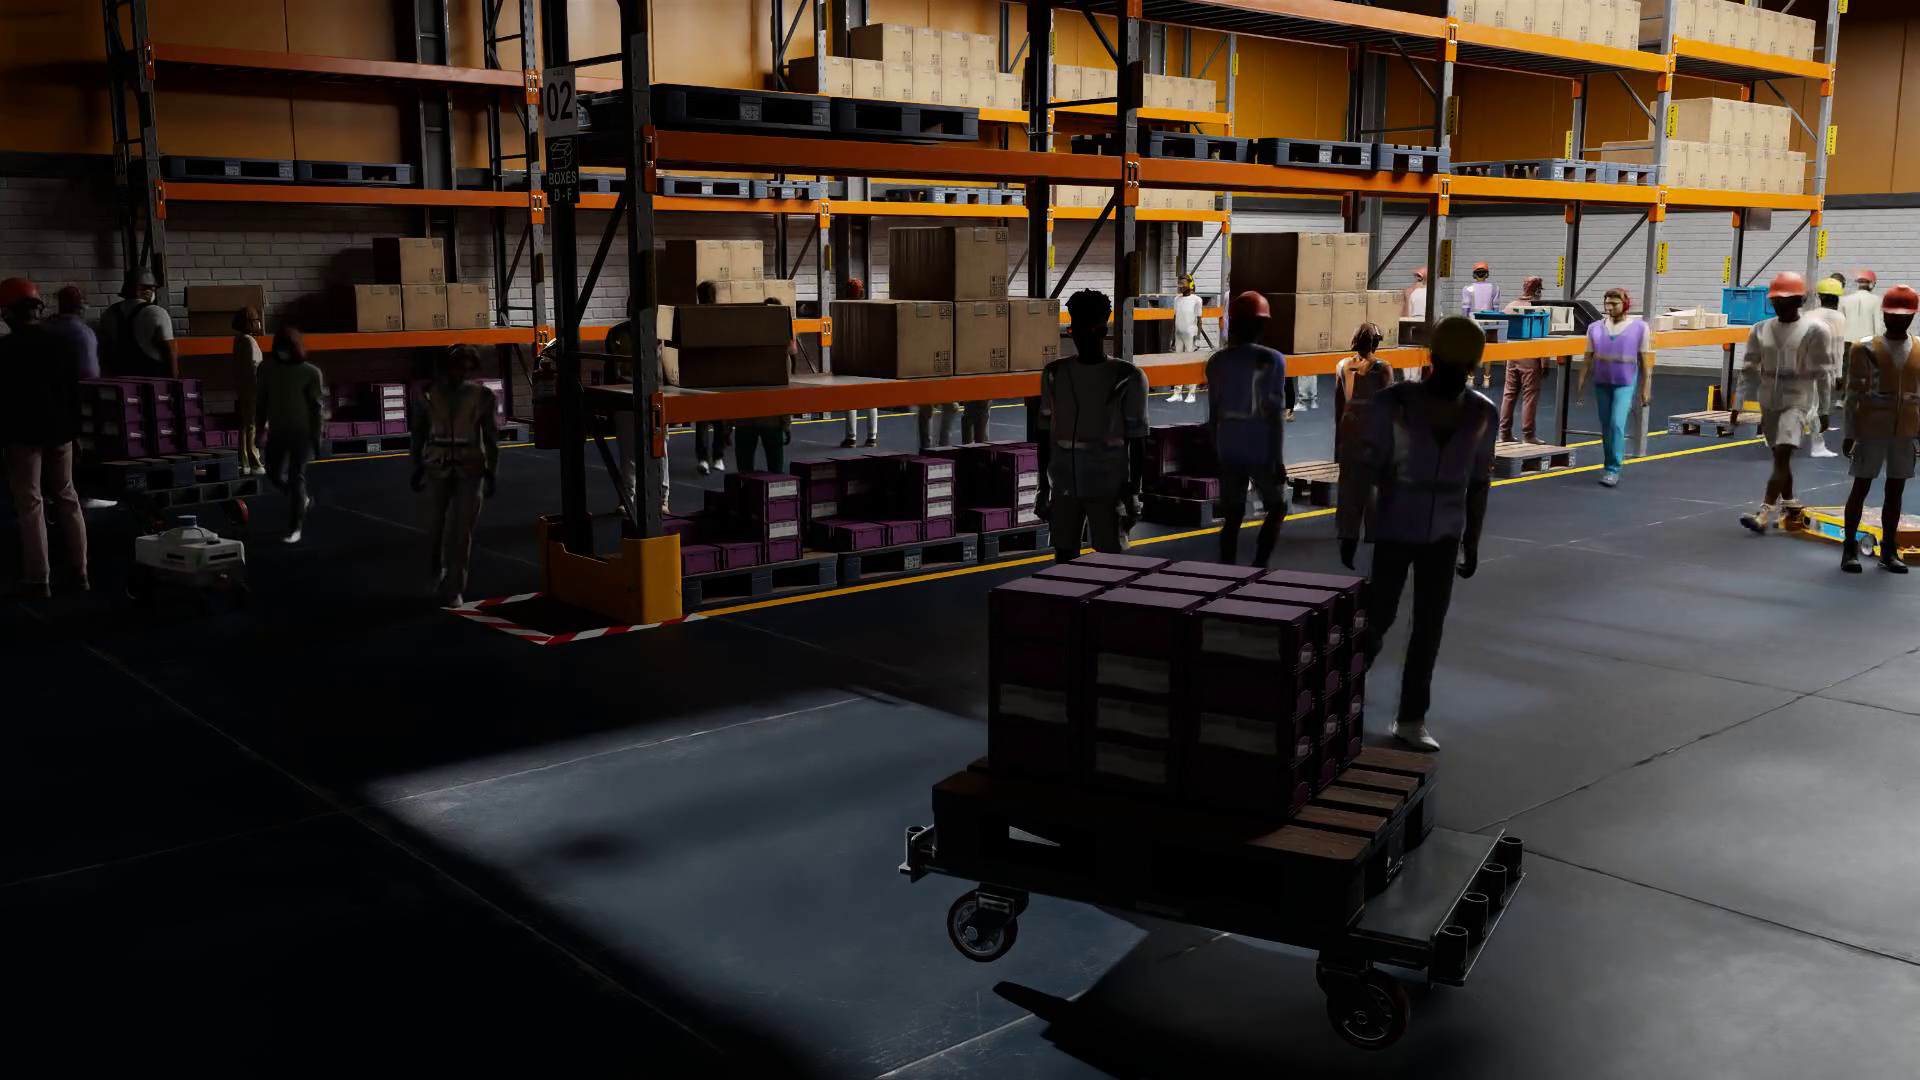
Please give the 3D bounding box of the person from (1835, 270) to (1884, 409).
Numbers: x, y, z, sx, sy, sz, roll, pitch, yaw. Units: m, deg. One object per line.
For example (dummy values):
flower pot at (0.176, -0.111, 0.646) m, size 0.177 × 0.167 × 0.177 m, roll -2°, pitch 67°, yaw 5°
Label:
person at (12.537, -2.784, 23.181) m, size 1.072 × 1.928 × 0.623 m, roll -9°, pitch 13°, yaw -42°

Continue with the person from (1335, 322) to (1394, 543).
person at (3.001, -0.792, 12.360) m, size 0.307 × 1.637 × 0.512 m, roll -8°, pitch 13°, yaw -41°

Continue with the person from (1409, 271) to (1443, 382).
person at (7.263, -3.229, 25.837) m, size 0.402 × 1.906 × 0.652 m, roll -5°, pitch 11°, yaw -25°

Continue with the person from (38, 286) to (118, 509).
person at (-7.431, -1.160, 13.801) m, size 0.674 × 1.880 × 0.683 m, roll 4°, pitch 11°, yaw 24°

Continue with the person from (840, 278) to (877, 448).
person at (-1.146, -1.959, 18.467) m, size 0.574 × 1.884 × 0.360 m, roll -4°, pitch 10°, yaw -22°

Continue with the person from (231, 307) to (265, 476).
person at (-6.875, -1.437, 16.140) m, size 0.278 × 1.634 × 0.499 m, roll -8°, pitch 13°, yaw -39°

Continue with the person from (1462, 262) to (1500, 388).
person at (8.369, -3.461, 26.830) m, size 0.605 × 2.033 × 0.392 m, roll 0°, pitch 10°, yaw 2°

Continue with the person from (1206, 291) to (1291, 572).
person at (1.767, -0.541, 10.071) m, size 0.566 × 1.912 × 0.541 m, roll 9°, pitch 13°, yaw 42°

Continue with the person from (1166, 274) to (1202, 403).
person at (3.270, -2.928, 24.176) m, size 0.517 × 1.874 × 0.328 m, roll 9°, pitch 13°, yaw 42°

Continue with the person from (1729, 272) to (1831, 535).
person at (6.255, -1.041, 12.758) m, size 1.015 × 1.993 × 0.633 m, roll -7°, pitch 12°, yaw -35°

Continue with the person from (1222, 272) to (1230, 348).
person at (4.176, -3.127, 25.173) m, size 0.354 × 1.932 × 0.628 m, roll 9°, pitch 13°, yaw 41°

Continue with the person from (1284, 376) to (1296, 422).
person at (4.174, -2.358, 21.345) m, size 0.318 × 1.700 × 0.535 m, roll 0°, pitch 10°, yaw -1°

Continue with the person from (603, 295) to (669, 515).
person at (-2.618, -1.121, 13.682) m, size 0.626 × 1.846 × 0.429 m, roll 0°, pitch 10°, yaw -2°

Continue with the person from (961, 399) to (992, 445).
person at (0.197, -1.620, 16.632) m, size 0.403 × 1.834 × 0.589 m, roll -5°, pitch 11°, yaw -27°

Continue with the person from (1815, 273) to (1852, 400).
person at (13.022, -3.060, 24.924) m, size 0.656 × 1.895 × 0.998 m, roll 5°, pitch 11°, yaw 25°

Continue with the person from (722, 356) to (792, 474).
person at (-1.499, -0.841, 12.318) m, size 0.532 × 1.754 × 0.387 m, roll 0°, pitch 10°, yaw 1°

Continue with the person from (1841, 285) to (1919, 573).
person at (6.218, -0.734, 11.144) m, size 0.552 × 1.933 × 0.363 m, roll 1°, pitch 10°, yaw 7°

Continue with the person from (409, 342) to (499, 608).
person at (-3.055, -0.389, 10.068) m, size 0.533 × 1.615 × 0.347 m, roll -2°, pitch 10°, yaw -11°

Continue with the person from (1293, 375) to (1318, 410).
person at (4.782, -2.640, 23.005) m, size 0.629 × 1.701 × 0.290 m, roll -8°, pitch 13°, yaw -40°

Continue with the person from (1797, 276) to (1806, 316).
person at (13.803, -3.364, 26.925) m, size 0.736 × 1.803 × 0.599 m, roll -1°, pitch 10°, yaw -4°

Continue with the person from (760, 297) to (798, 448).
person at (-2.034, -1.797, 18.077) m, size 0.555 × 1.684 × 0.351 m, roll -1°, pitch 10°, yaw -4°

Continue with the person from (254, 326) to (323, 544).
person at (-4.989, -0.801, 12.460) m, size 0.531 × 1.612 × 0.509 m, roll 1°, pitch 10°, yaw 4°

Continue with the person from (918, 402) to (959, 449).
person at (-0.229, -1.704, 17.151) m, size 0.547 × 1.817 × 0.627 m, roll -8°, pitch 12°, yaw -38°

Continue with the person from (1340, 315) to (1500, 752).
person at (1.984, -0.059, 7.339) m, size 0.675 × 1.882 × 0.734 m, roll -1°, pitch 10°, yaw -5°

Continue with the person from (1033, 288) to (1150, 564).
person at (0.645, -0.278, 8.383) m, size 0.602 × 1.967 × 0.367 m, roll 5°, pitch 11°, yaw 28°

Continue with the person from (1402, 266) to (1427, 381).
person at (7.486, -3.471, 27.114) m, size 0.619 × 1.945 × 0.755 m, roll 9°, pitch 13°, yaw 41°

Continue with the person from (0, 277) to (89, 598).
person at (-5.788, -0.635, 10.397) m, size 0.402 × 1.990 × 0.622 m, roll 5°, pitch 11°, yaw 26°

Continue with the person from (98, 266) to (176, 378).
person at (-7.541, -1.517, 15.423) m, size 0.684 × 2.000 × 0.536 m, roll 1°, pitch 10°, yaw 8°

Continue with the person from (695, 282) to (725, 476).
person at (-2.427, -1.568, 16.213) m, size 0.614 × 1.863 × 0.997 m, roll -1°, pitch 10°, yaw -6°

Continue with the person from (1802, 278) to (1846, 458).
person at (8.900, -1.784, 17.385) m, size 0.787 × 1.903 × 0.596 m, roll -2°, pitch 10°, yaw -10°

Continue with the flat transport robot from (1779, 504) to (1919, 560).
flat transport robot at (6.702, -0.070, 12.121) m, size 0.652 × 0.197 × 1.431 m, roll -1°, pitch 10°, yaw -7°

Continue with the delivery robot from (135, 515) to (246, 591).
delivery robot at (-4.658, 0.094, 10.061) m, size 0.707 × 0.478 × 0.477 m, roll 6°, pitch 12°, yaw 33°

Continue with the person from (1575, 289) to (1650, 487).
person at (5.977, -1.393, 15.329) m, size 0.610 × 1.817 × 0.753 m, roll 9°, pitch 13°, yaw 43°

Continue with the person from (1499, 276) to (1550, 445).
person at (6.421, -2.023, 18.820) m, size 0.396 × 1.898 × 0.637 m, roll -6°, pitch 12°, yaw -33°
